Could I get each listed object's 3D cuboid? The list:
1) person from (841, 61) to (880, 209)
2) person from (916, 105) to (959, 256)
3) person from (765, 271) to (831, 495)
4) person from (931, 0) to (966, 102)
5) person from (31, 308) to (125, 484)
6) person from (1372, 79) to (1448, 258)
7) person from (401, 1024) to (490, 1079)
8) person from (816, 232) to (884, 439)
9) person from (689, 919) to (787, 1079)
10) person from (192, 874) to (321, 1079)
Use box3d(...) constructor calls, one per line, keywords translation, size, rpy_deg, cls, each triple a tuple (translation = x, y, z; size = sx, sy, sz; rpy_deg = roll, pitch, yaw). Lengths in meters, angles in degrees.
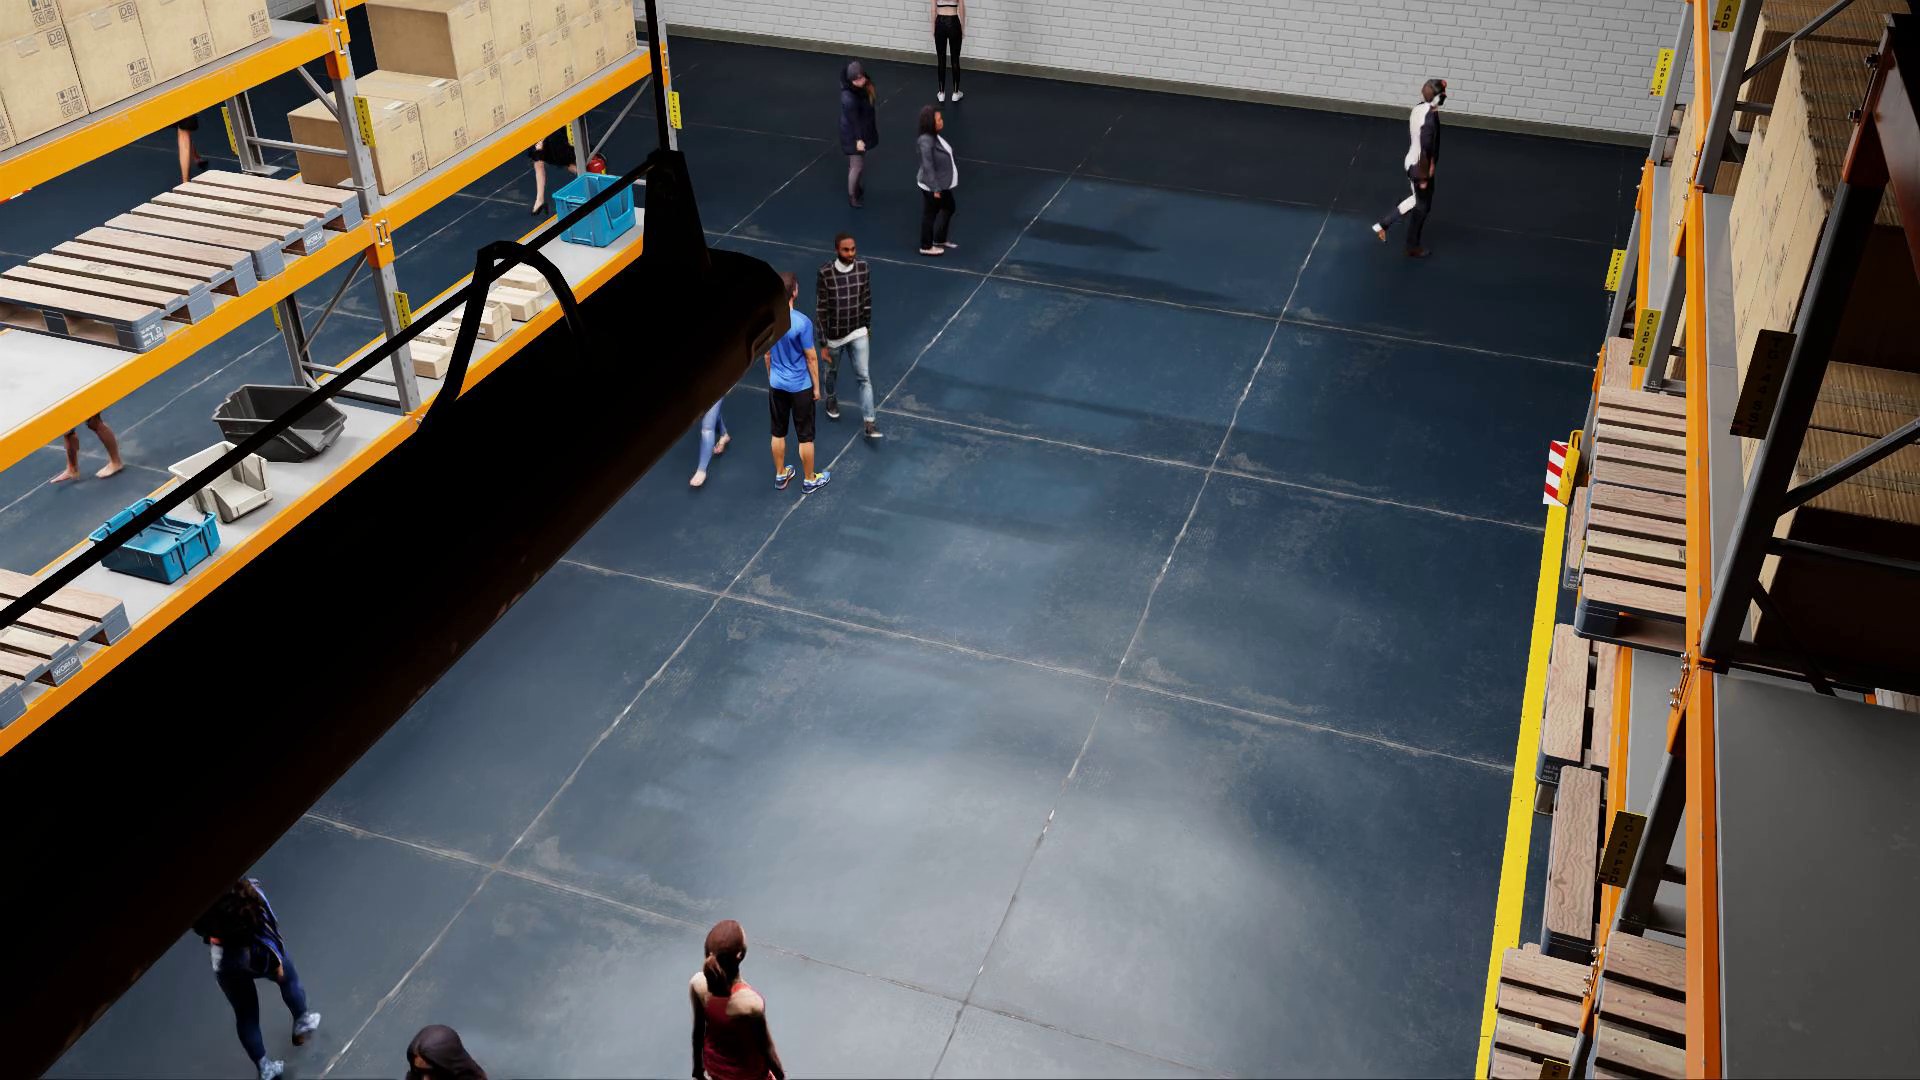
box3d(translation=(-1.136, -4.479, 18.181), size=(0.915, 1.652, 0.671), rpy_deg=(-2, 34, -3), cls="person")
box3d(translation=(-0.342, -3.659, 17.010), size=(0.805, 1.582, 0.681), rpy_deg=(3, 34, 5), cls="person")
box3d(translation=(-1.337, -1.230, 13.098), size=(0.607, 1.869, 0.559), rpy_deg=(13, 36, 19), cls="person")
box3d(translation=(-0.153, -6.440, 21.045), size=(0.638, 1.748, 0.607), rpy_deg=(3, 34, 4), cls="person")
box3d(translation=(-7.019, -1.277, 13.308), size=(0.755, 1.714, 0.863), rpy_deg=(23, 40, 30), cls="person")
box3d(translation=(4.592, -3.766, 16.910), size=(0.920, 1.872, 0.926), rpy_deg=(0, 34, 0), cls="person")
box3d(translation=(-2.173, 2.687, 7.360), size=(0.702, 1.697, 0.766), rpy_deg=(1, 34, 2), cls="person")
box3d(translation=(-1.022, -1.768, 14.002), size=(1.175, 1.763, 1.280), rpy_deg=(-12, 35, -17), cls="person")
box3d(translation=(-1.080, 2.484, 7.634), size=(0.658, 1.731, 0.732), rpy_deg=(19, 38, 26), cls="person")
box3d(translation=(-3.573, 2.142, 8.267), size=(0.754, 1.601, 0.838), rpy_deg=(-1, 34, -1), cls="person")
